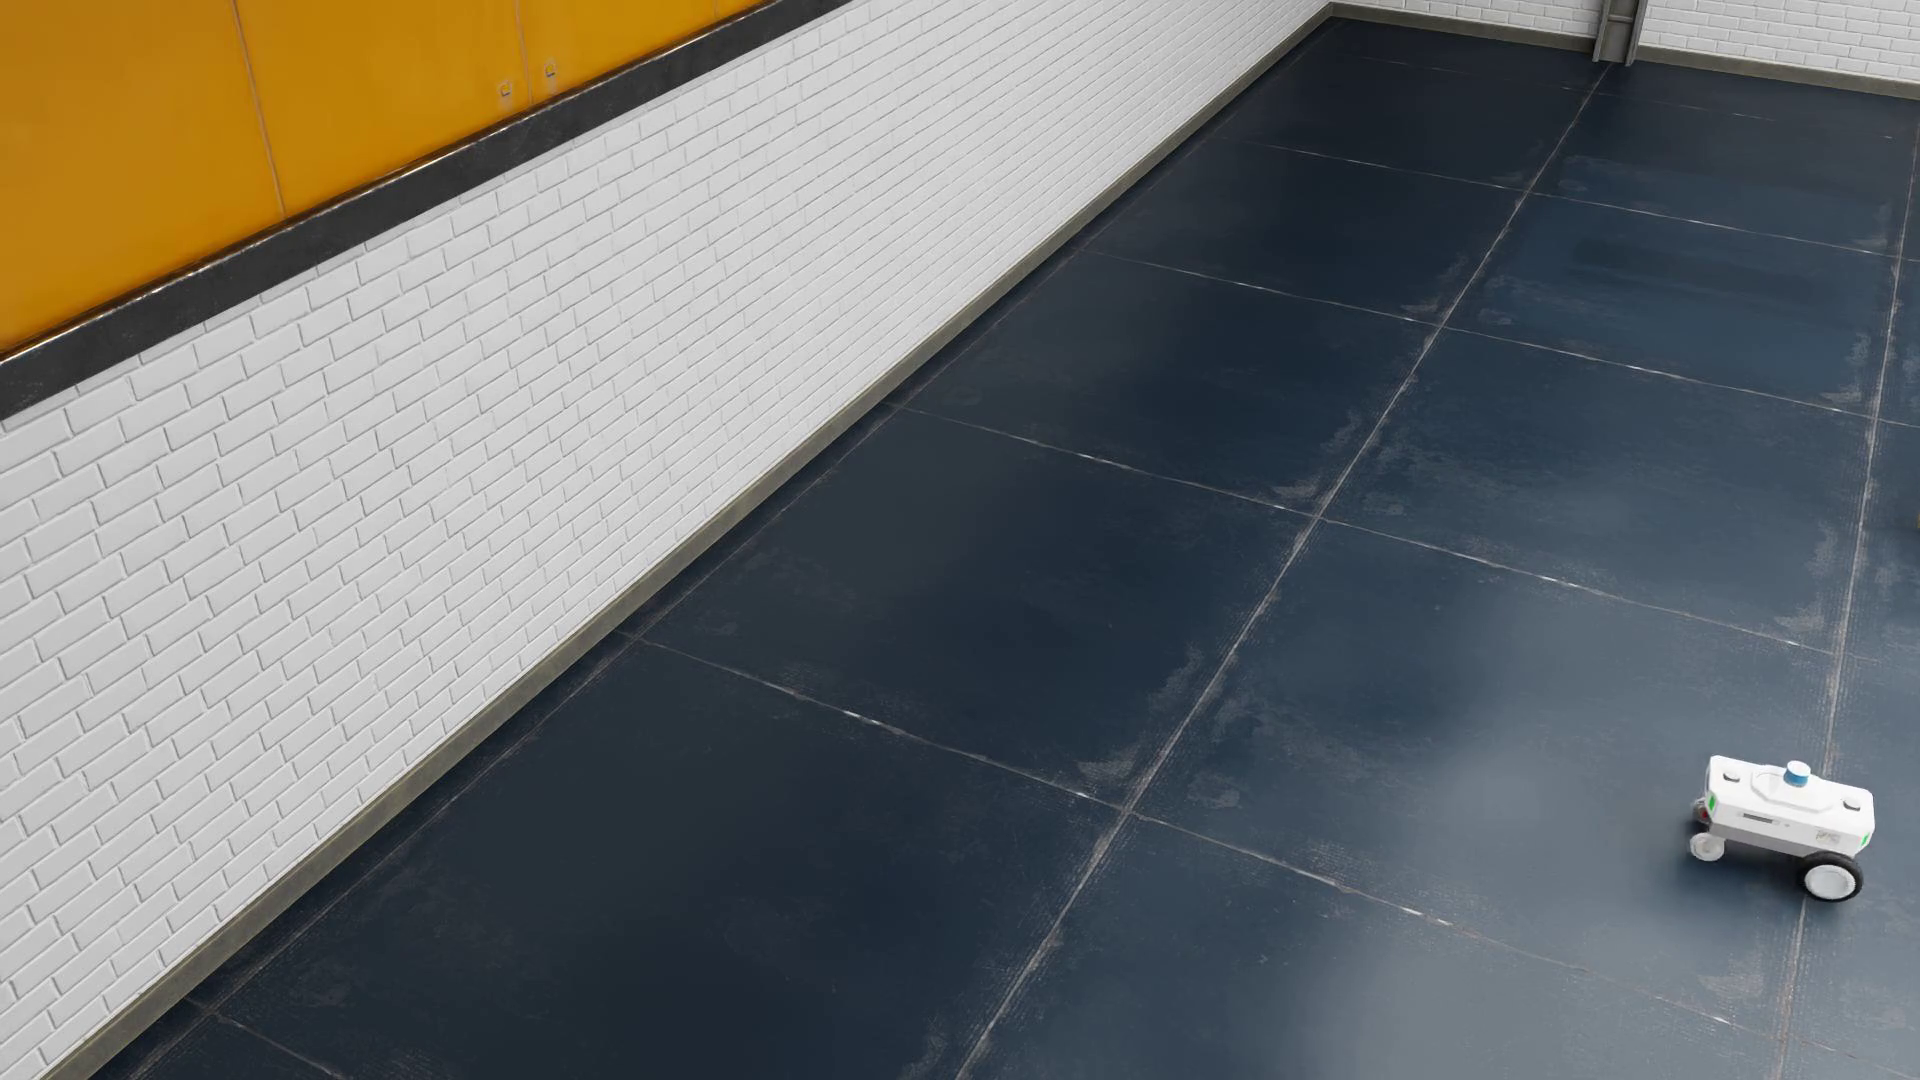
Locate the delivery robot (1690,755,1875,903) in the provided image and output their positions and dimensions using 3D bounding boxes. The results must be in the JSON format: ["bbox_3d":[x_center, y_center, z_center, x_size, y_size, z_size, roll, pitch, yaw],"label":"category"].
[{"bbox_3d":[3.849,1.287,7.793,0.756,0.580,0.499,13,36,18],"label":"delivery robot"}]
